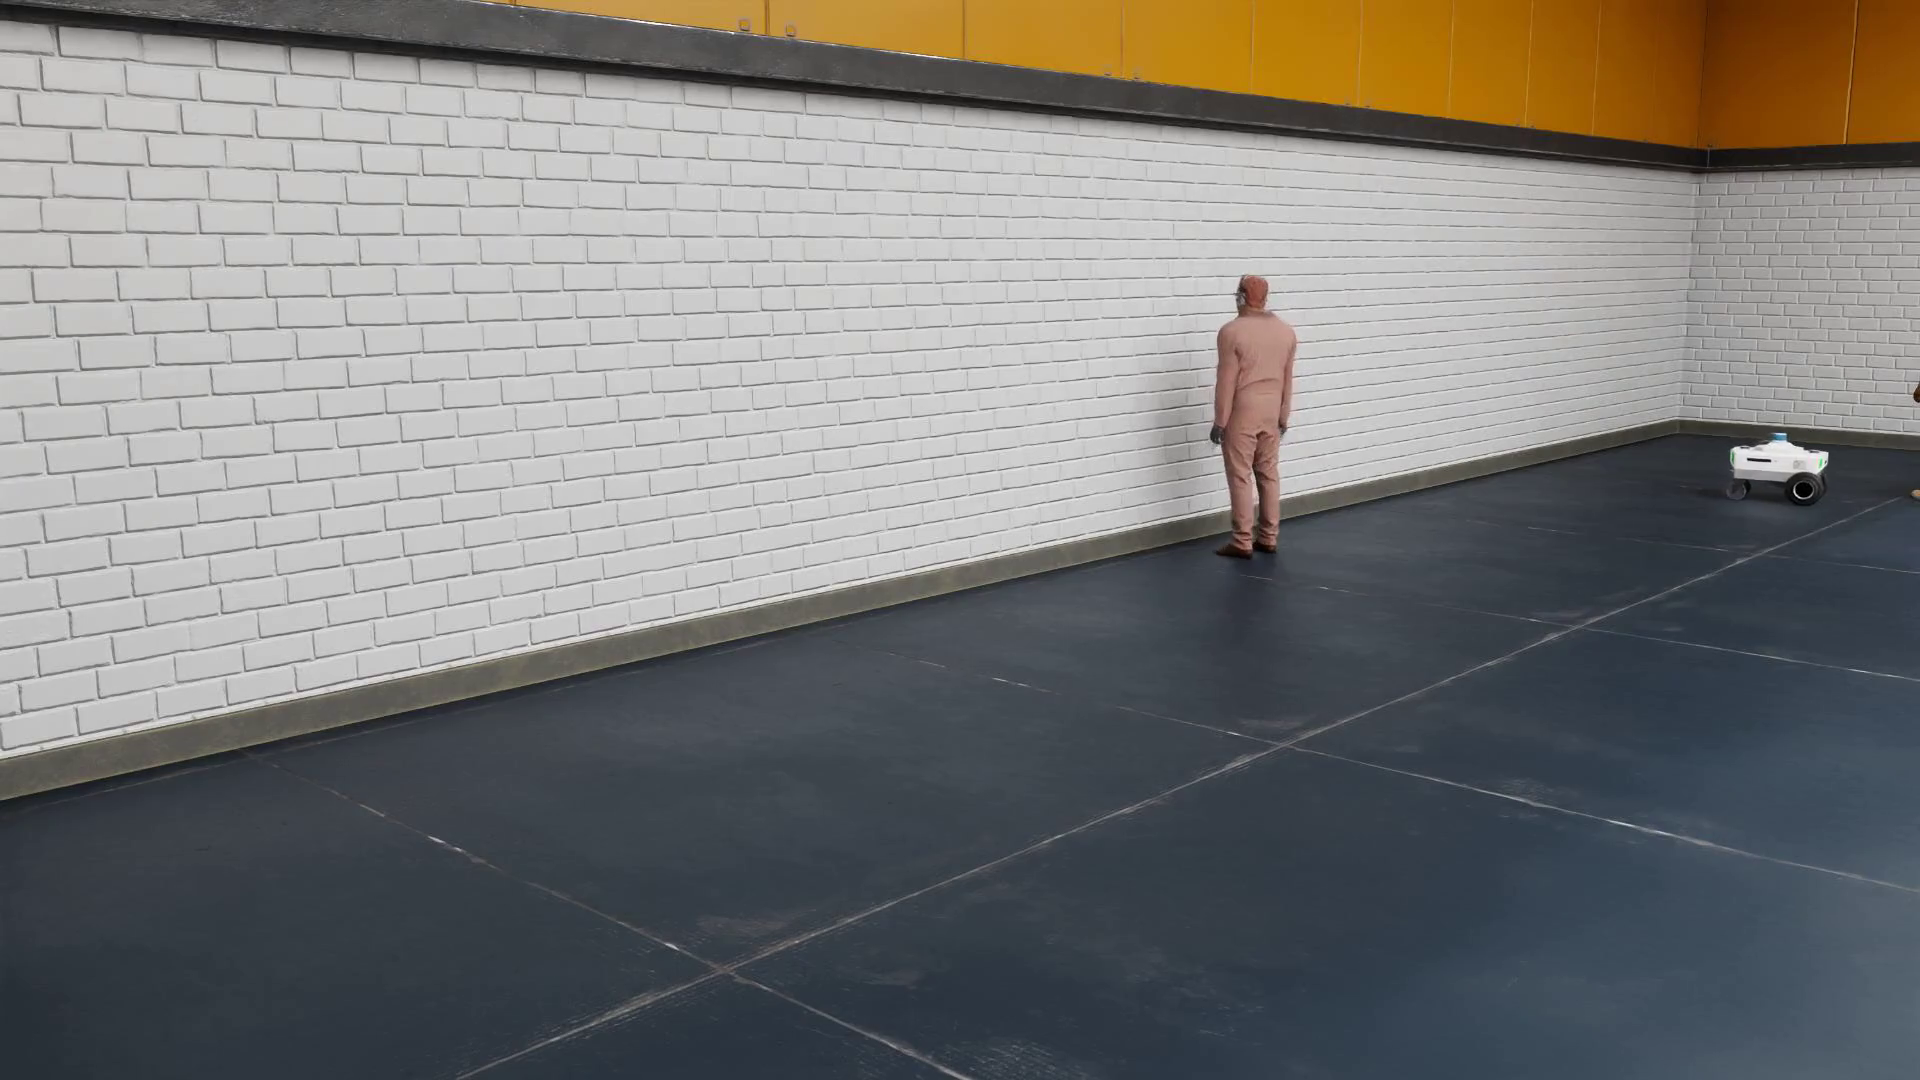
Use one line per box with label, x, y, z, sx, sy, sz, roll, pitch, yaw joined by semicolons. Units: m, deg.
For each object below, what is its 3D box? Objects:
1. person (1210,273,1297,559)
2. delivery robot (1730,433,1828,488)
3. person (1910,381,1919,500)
person;1.942;-0.832;11.210;0.651;1.909;0.403;-6;12;-31
delivery robot;6.717;-0.635;13.659;0.707;0.478;0.477;6;12;32
person;8.116;-1.323;13.599;0.605;2.047;0.376;-1;10;-4
